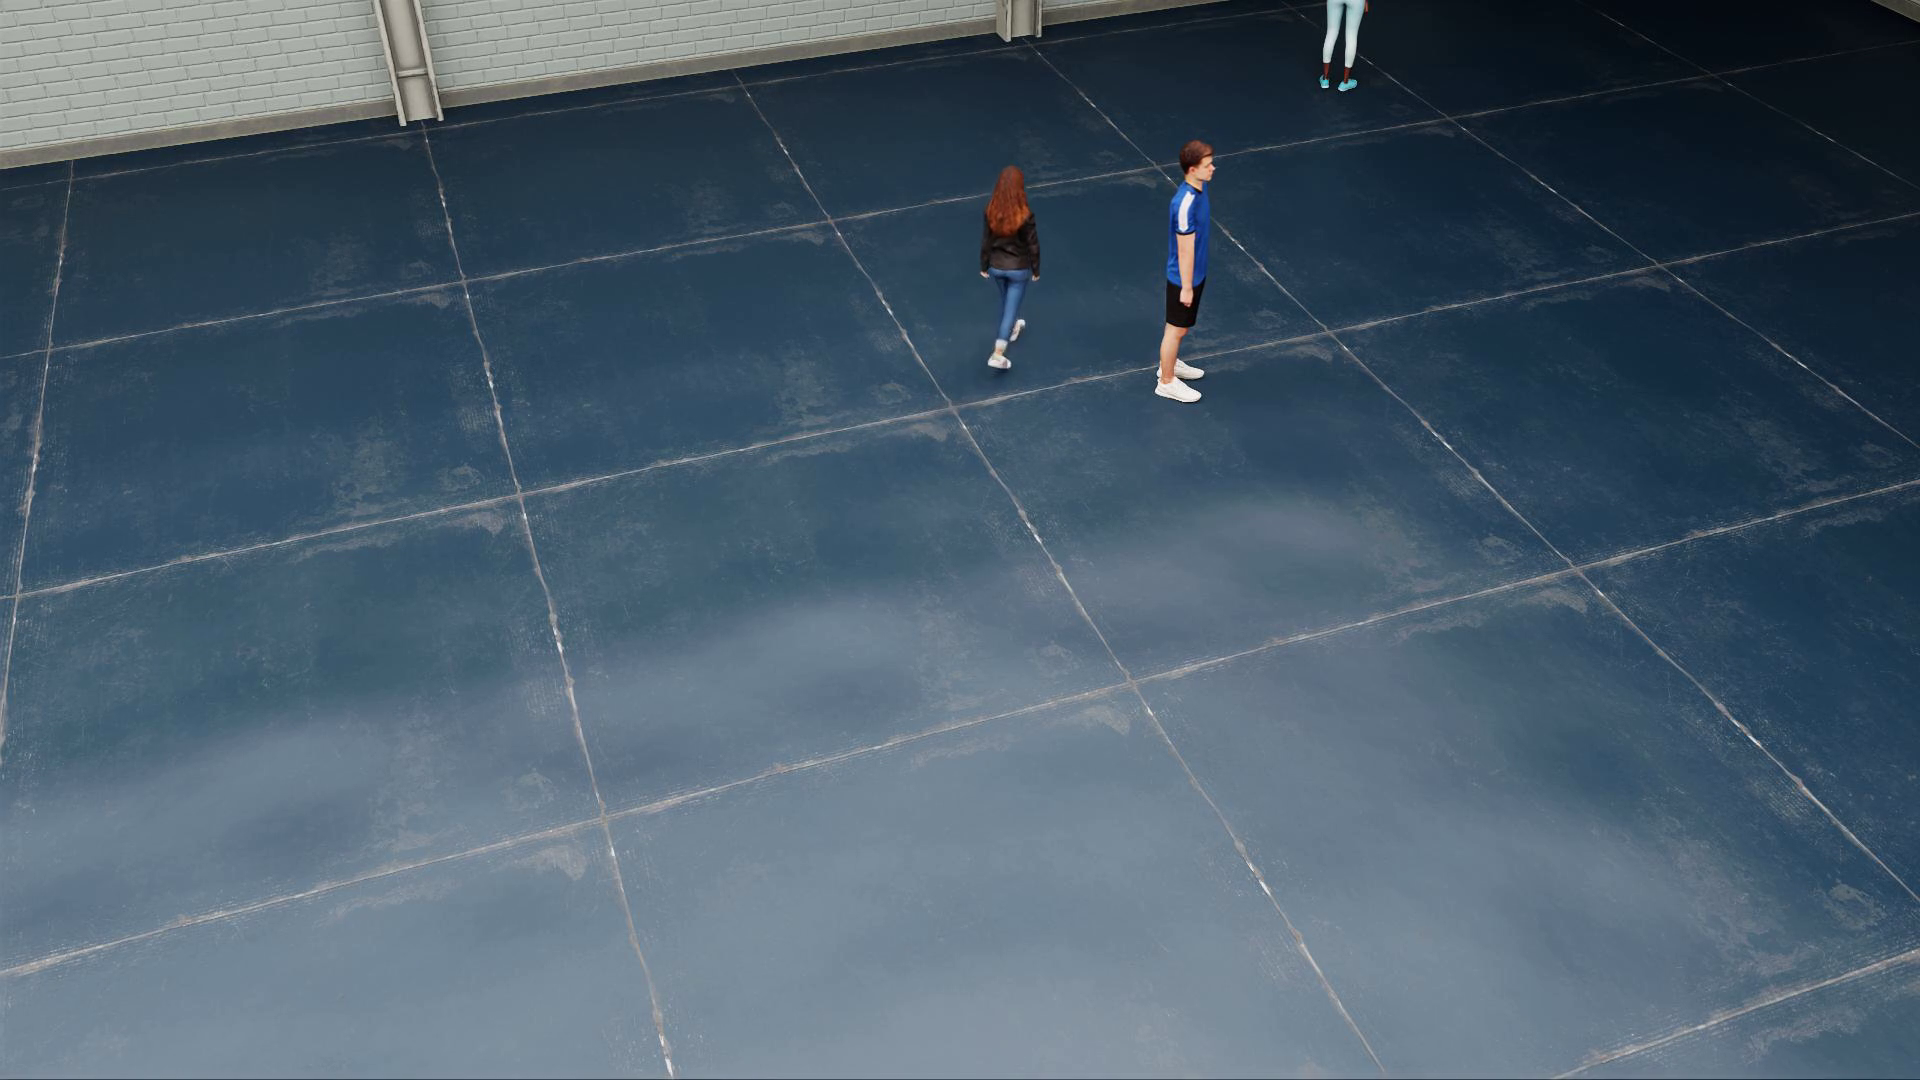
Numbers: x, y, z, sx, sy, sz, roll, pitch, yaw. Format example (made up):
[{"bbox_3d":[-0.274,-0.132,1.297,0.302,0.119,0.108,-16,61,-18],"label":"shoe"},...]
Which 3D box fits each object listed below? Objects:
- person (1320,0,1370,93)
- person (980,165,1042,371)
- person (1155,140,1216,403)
[{"bbox_3d":[3.620,-5.082,15.558,0.646,1.724,0.712,15,40,18],"label":"person"},{"bbox_3d":[0.326,-1.894,11.704,0.975,1.453,1.030,16,41,20],"label":"person"},{"bbox_3d":[1.534,-1.844,11.305,0.762,1.866,0.752,8,39,10],"label":"person"}]
